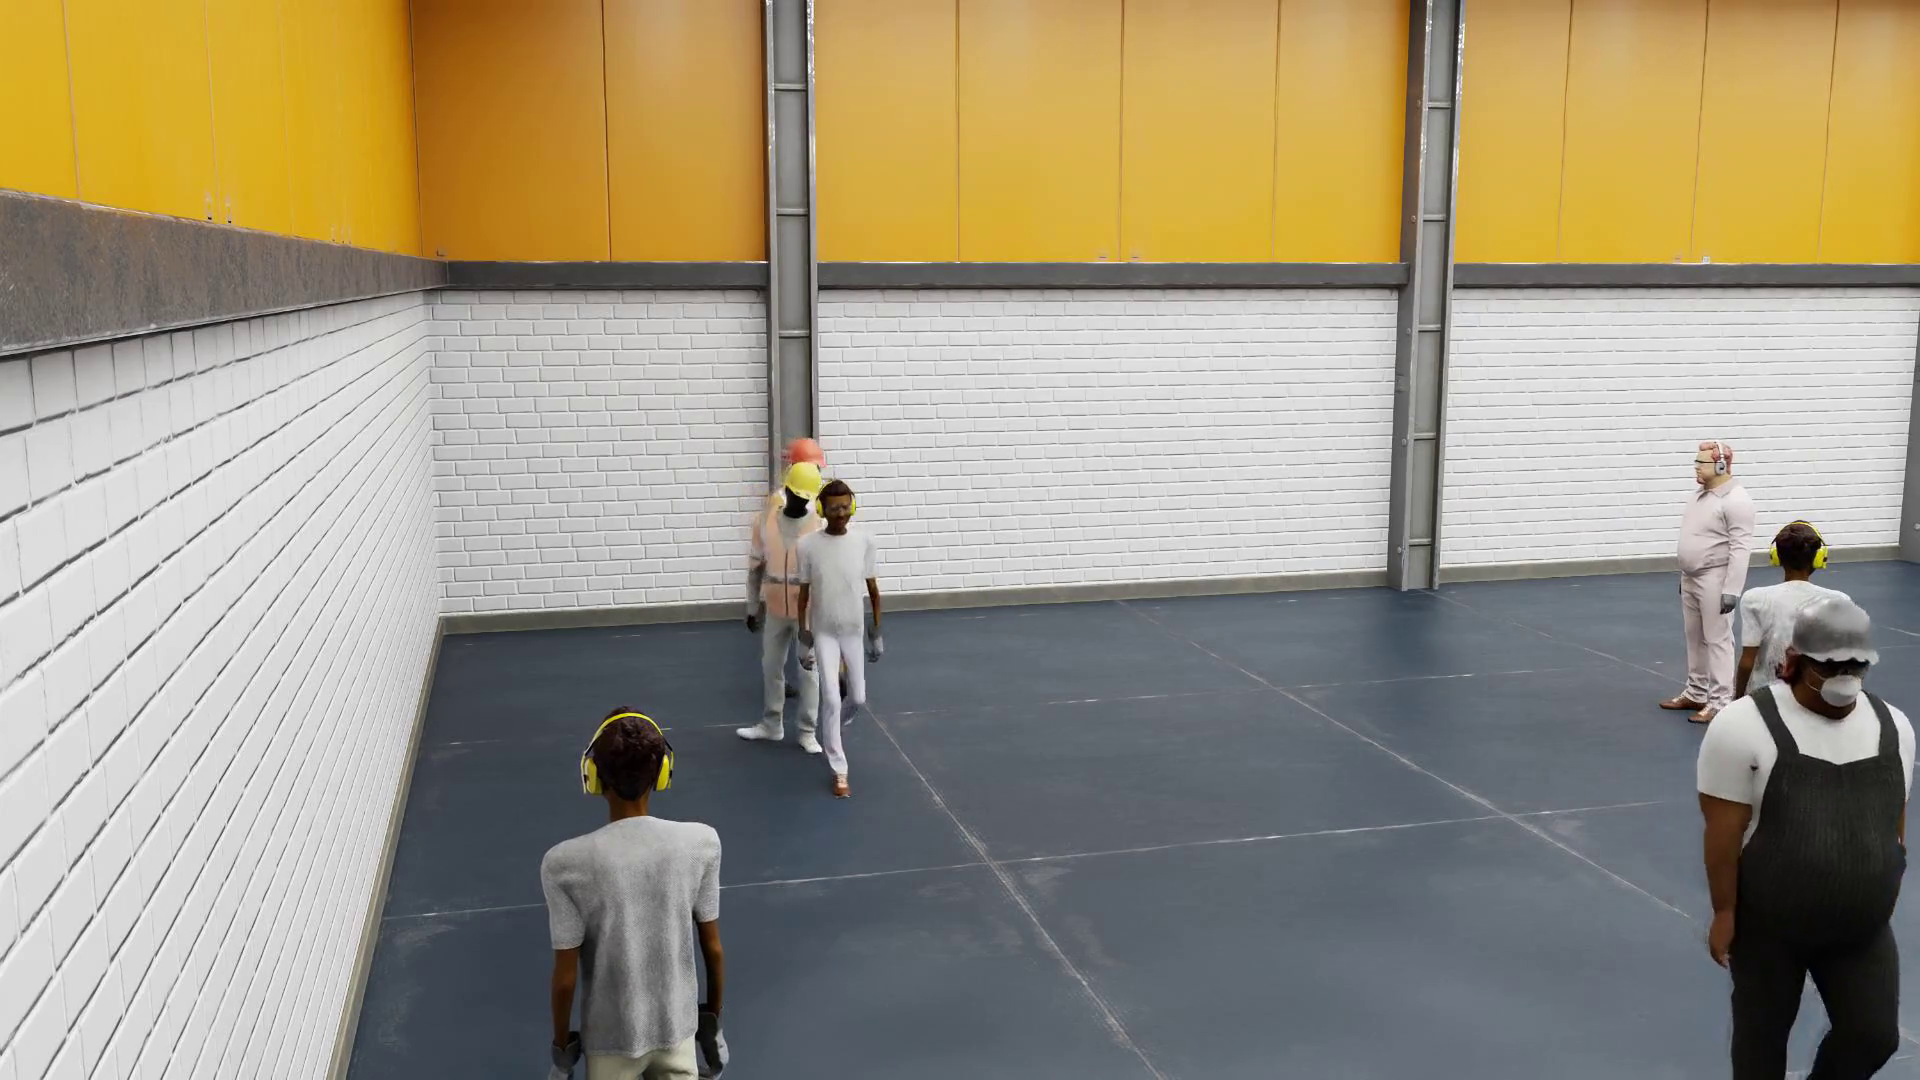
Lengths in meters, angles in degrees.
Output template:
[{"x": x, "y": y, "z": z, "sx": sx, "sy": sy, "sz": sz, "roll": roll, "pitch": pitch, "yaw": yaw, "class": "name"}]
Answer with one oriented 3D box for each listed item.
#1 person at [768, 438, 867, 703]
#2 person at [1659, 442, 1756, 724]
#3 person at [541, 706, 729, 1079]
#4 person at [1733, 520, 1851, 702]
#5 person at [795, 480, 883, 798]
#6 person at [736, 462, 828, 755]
[{"x": -1.046, "y": 0.229, "z": 11.665, "sx": 0.598, "sy": 1.883, "sz": 0.981, "roll": -8, "pitch": 12, "yaw": -40, "class": "person"}, {"x": 5.060, "y": 0.282, "z": 11.278, "sx": 0.404, "sy": 1.906, "sz": 0.652, "roll": -1, "pitch": 9, "yaw": -4, "class": "person"}, {"x": -0.886, "y": 1.374, "z": 4.578, "sx": 0.507, "sy": 1.872, "sz": 0.329, "roll": -5, "pitch": 10, "yaw": -27, "class": "person"}, {"x": 3.952, "y": 0.833, "z": 7.966, "sx": 0.532, "sy": 1.867, "sz": 0.315, "roll": 2, "pitch": 9, "yaw": 10, "class": "person"}, {"x": -0.729, "y": 0.541, "z": 9.861, "sx": 0.522, "sy": 1.850, "sz": 0.723, "roll": -3, "pitch": 9, "yaw": -16, "class": "person"}, {"x": -1.105, "y": 0.427, "z": 10.497, "sx": 0.757, "sy": 1.881, "sz": 0.481, "roll": 3, "pitch": 10, "yaw": 17, "class": "person"}]
